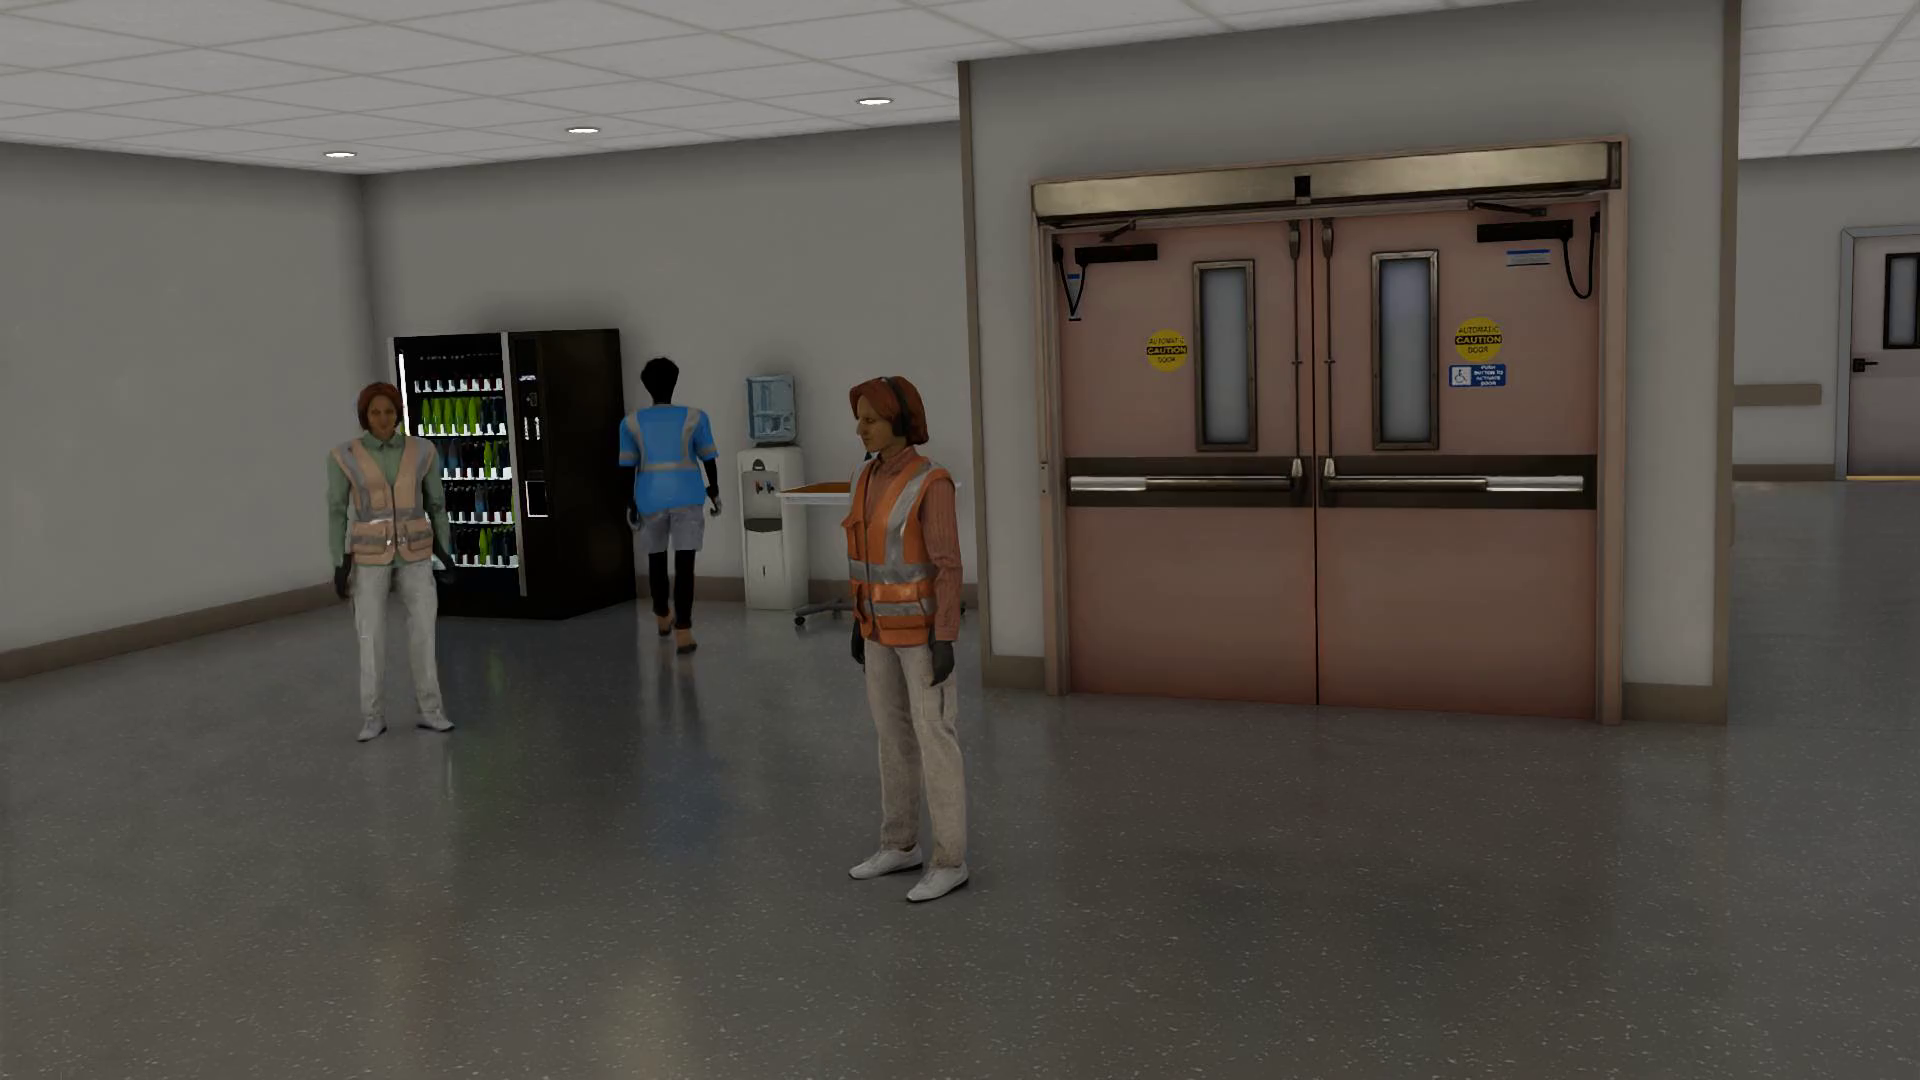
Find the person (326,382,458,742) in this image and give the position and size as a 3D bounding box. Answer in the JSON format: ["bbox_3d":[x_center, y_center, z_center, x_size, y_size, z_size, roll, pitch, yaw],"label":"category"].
[{"bbox_3d":[-2.591,0.098,7.603,0.566,1.629,0.332,-7,9,-30],"label":"person"}]

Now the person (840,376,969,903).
[{"bbox_3d":[-0.175,0.305,5.227,0.310,1.636,0.523,-8,9,-37],"label":"person"}]

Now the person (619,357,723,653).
[{"bbox_3d":[-1.650,-0.215,9.603,0.552,1.661,0.842,-2,7,0],"label":"person"}]
